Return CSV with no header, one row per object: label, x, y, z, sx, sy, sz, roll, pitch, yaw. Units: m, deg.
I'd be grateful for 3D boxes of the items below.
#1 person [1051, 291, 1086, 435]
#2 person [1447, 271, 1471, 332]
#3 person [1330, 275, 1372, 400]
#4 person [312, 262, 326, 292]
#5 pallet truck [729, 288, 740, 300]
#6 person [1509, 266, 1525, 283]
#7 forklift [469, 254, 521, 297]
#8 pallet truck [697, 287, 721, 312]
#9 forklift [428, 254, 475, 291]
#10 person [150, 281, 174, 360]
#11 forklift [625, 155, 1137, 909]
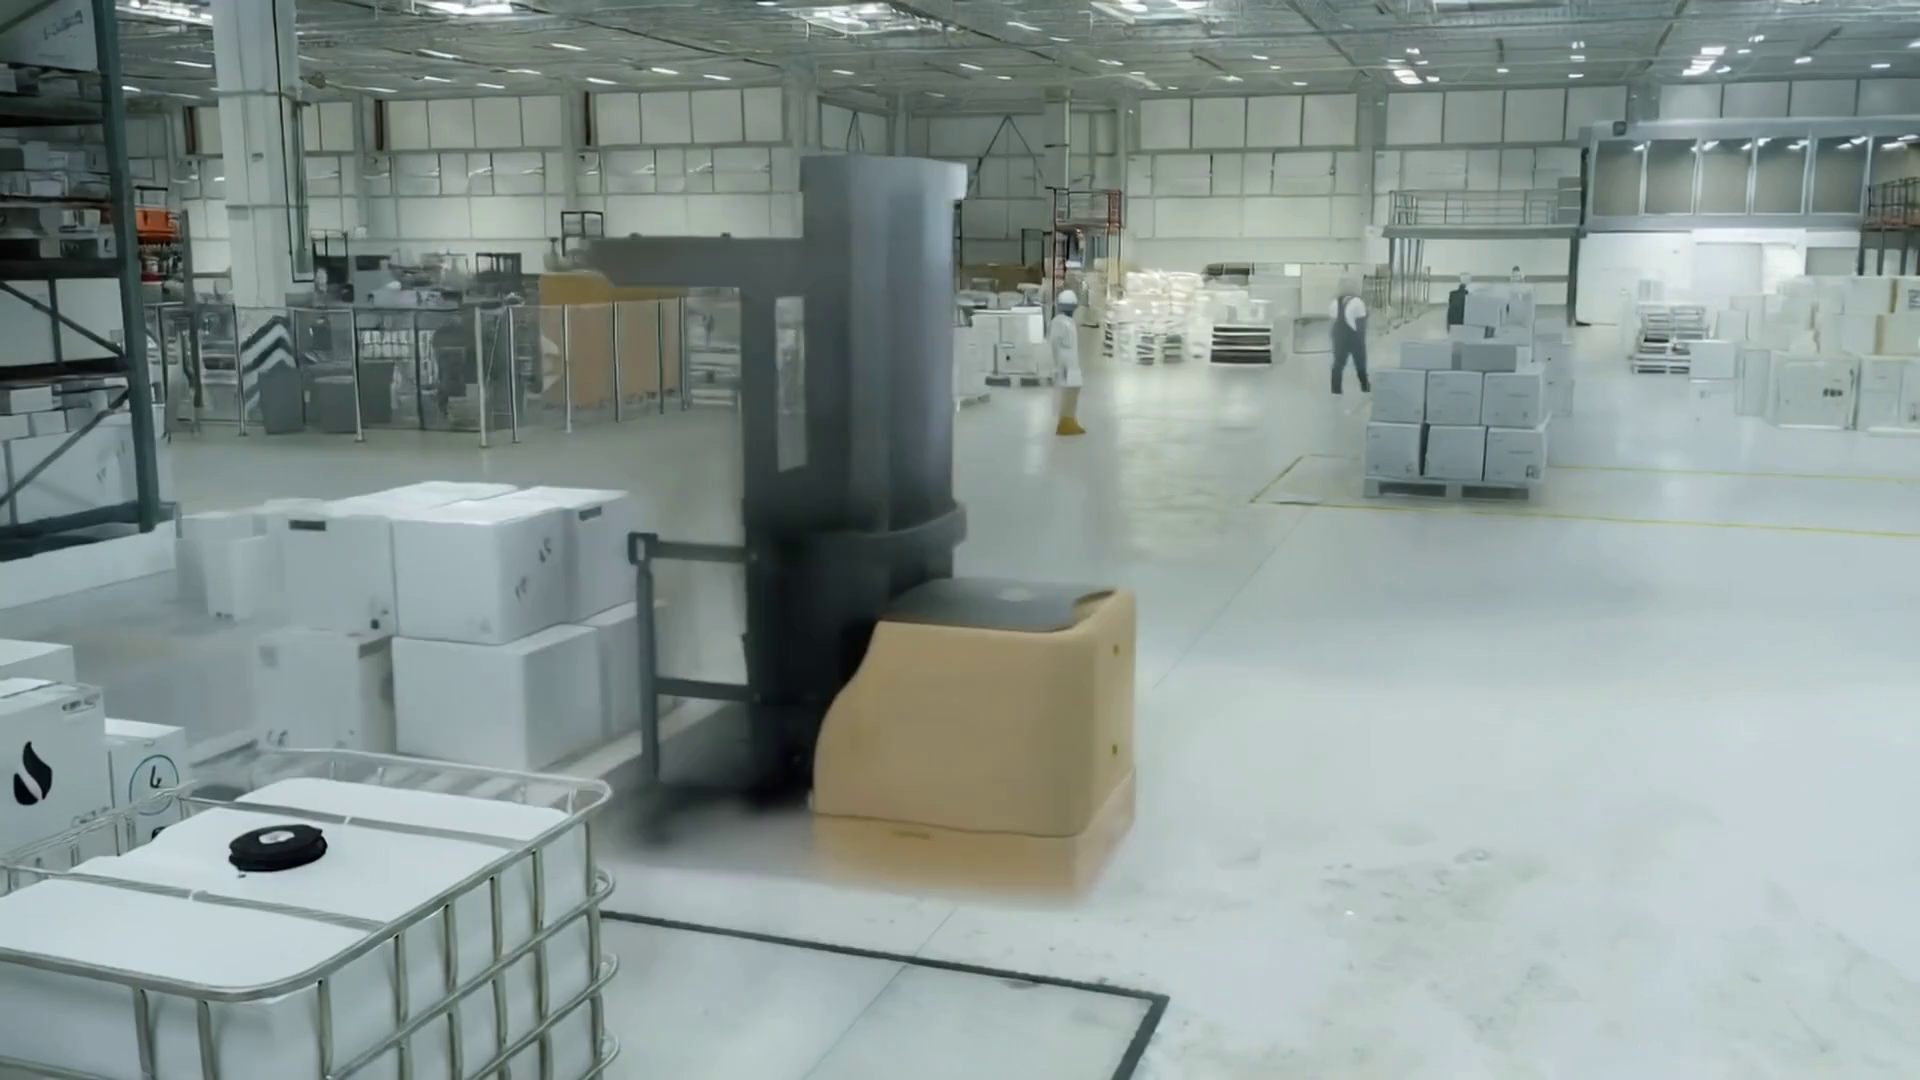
person,1.438,-2.312,21.899,0.411,1.888,0.559,8,13,39
person,9.734,-4.197,32.201,0.609,1.996,0.383,-2,10,-9
person,6.411,-3.293,26.981,0.901,2.000,0.703,-7,12,-34
person,-24.230,-9.580,62.879,0.473,1.870,0.751,0,10,1
pallet truck,-7.986,-9.493,62.019,0.823,1.965,1.885,3,11,17
person,16.634,-7.272,49.836,0.354,1.883,0.576,-7,12,-35
forklift,-17.990,-10.121,64.684,1.157,1.987,2.680,3,11,17
pallet truck,-9.165,-9.627,62.776,0.823,1.965,1.885,4,11,23
forklift,-20.133,-10.254,65.465,1.157,1.987,2.680,3,11,19
person,-15.390,-4.083,32.072,0.651,1.813,0.600,4,11,23
forklift,-0.282,-0.111,6.698,1.873,2.768,1.129,3,11,19
